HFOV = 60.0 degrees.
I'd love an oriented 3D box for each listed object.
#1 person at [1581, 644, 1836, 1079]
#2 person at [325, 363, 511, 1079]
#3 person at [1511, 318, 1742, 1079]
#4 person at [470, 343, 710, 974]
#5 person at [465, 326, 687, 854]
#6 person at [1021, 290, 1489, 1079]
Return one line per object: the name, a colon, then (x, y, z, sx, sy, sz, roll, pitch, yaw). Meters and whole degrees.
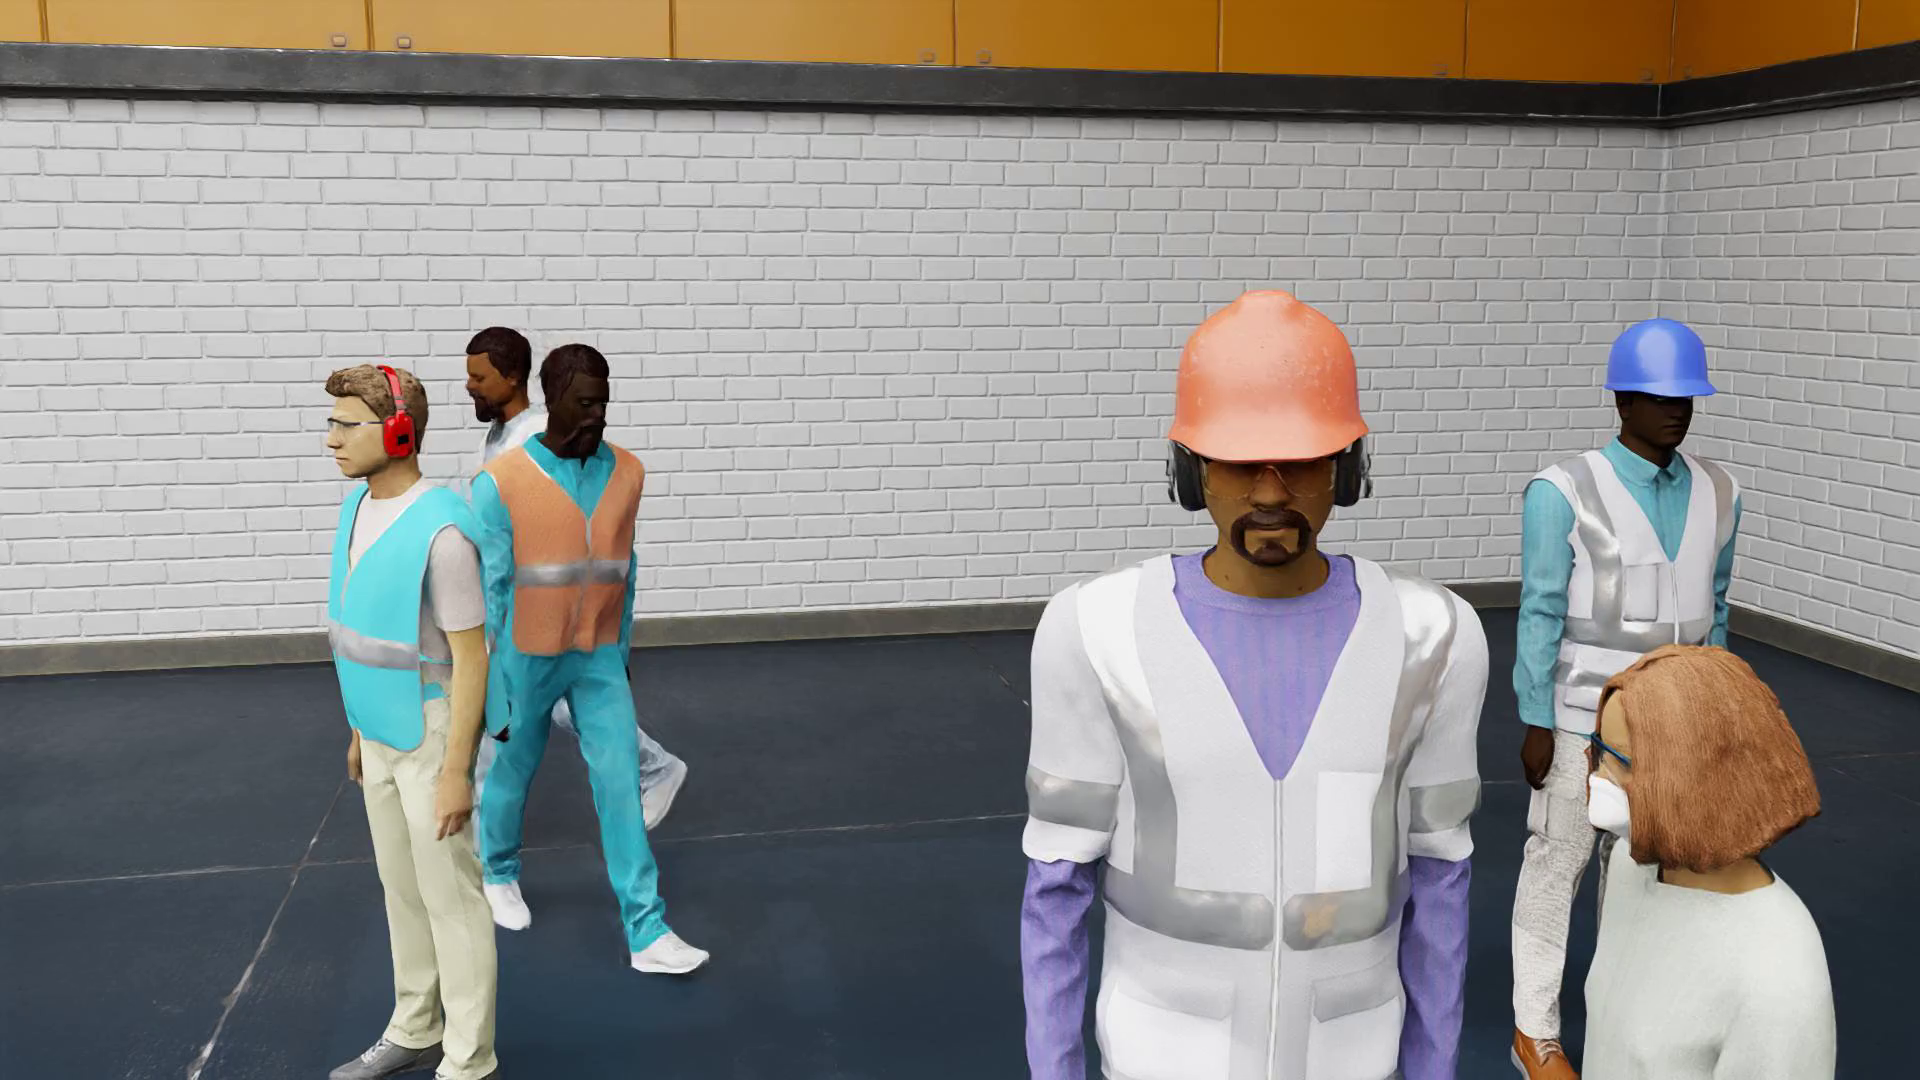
person: (0.894, 0.929, 2.085, 0.288, 1.628, 0.502, 0, 9, 1)
person: (-1.317, 0.496, 4.054, 0.395, 1.843, 0.564, -9, 13, -42)
person: (1.665, 0.426, 4.161, 0.605, 1.948, 0.404, -3, 10, -16)
person: (-1.185, 0.342, 4.986, 1.063, 1.850, 0.623, 9, 13, 43)
person: (-1.446, 0.183, 5.887, 0.917, 1.882, 0.609, -7, 11, -35)
person: (0.389, 0.696, 2.225, 0.614, 2.041, 0.389, 0, 9, -1)
